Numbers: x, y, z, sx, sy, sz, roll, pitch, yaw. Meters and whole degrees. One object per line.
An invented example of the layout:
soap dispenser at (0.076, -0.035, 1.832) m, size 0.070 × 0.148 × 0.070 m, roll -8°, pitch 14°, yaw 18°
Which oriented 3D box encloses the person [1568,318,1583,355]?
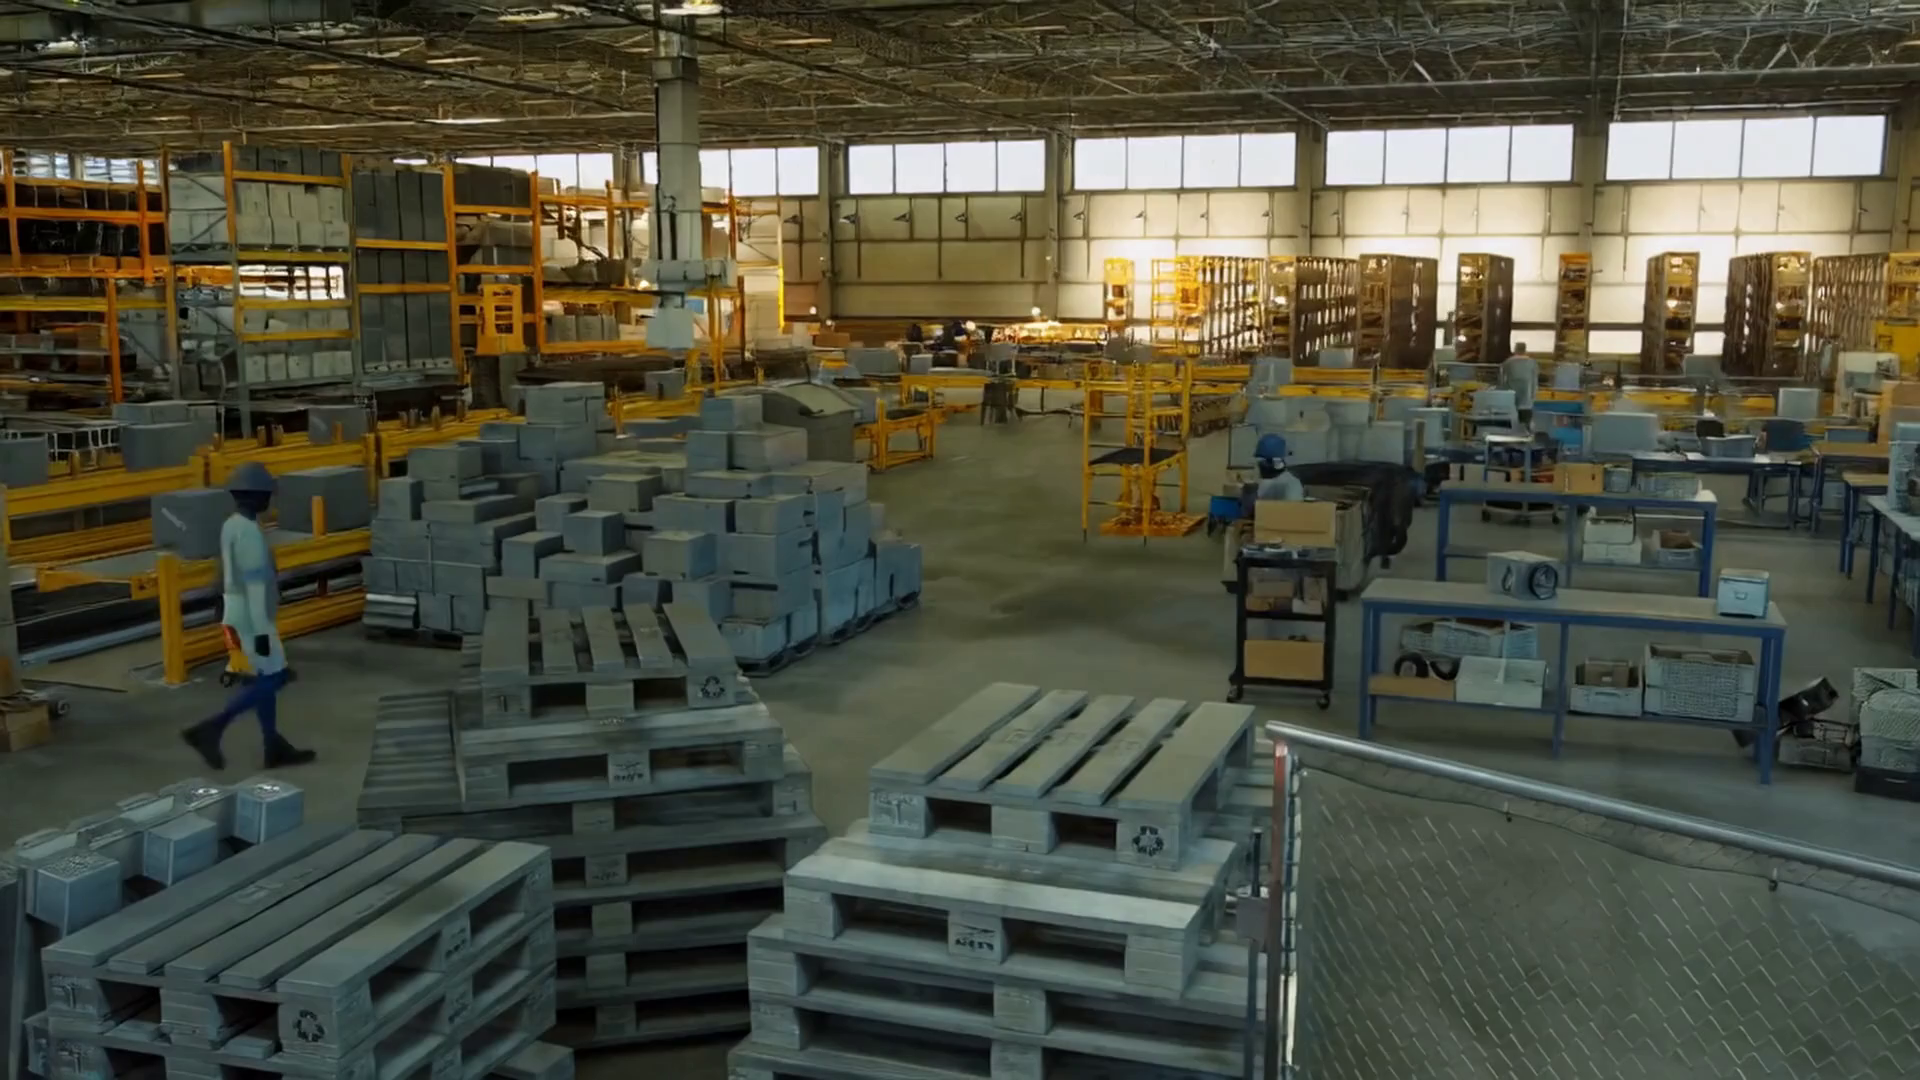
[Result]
person at (18.069, -5.627, 48.858) m, size 0.941 × 1.795 × 0.583 m, roll 7°, pitch 11°, yaw 37°

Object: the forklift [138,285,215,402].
forklift at (-17.480, -4.200, 36.461) m, size 1.873 × 2.768 × 1.129 m, roll 3°, pitch 10°, yaw 19°

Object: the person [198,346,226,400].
person at (-14.820, -3.023, 32.971) m, size 0.507 × 1.632 × 0.264 m, roll -1°, pitch 9°, yaw -7°

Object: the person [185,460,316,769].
person at (-4.340, 0.475, 10.093) m, size 0.644 × 1.923 × 0.567 m, roll -5°, pitch 10°, yaw -28°

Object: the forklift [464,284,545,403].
forklift at (-10.832, -4.702, 39.610) m, size 1.129 × 2.768 × 1.873 m, roll 3°, pitch 10°, yaw 20°

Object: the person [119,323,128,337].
person at (-20.033, -4.230, 39.738) m, size 0.678 × 1.887 × 0.540 m, roll 4°, pitch 10°, yaw 24°

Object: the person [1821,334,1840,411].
person at (19.463, -3.721, 37.046) m, size 0.788 × 1.720 × 0.538 m, roll 6°, pitch 11°, yaw 34°

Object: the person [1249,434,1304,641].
person at (2.384, 0.082, 12.914) m, size 0.622 × 1.810 × 0.591 m, roll -1°, pitch 9°, yaw -7°

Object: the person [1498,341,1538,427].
person at (9.611, -2.475, 28.725) m, size 0.642 × 1.897 × 0.400 m, roll 2°, pitch 9°, yaw 11°

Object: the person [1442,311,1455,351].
person at (14.986, -6.001, 50.655) m, size 0.980 × 1.945 × 0.628 m, roll 1°, pitch 9°, yaw 5°

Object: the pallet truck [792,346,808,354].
pallet truck at (-3.705, -4.298, 42.022) m, size 0.653 × 1.274 × 1.630 m, roll 3°, pitch 10°, yaw 20°

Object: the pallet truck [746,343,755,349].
pallet truck at (-6.183, -4.618, 44.264) m, size 1.601 × 1.201 × 0.680 m, roll -9°, pitch 12°, yaw -43°

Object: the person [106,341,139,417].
person at (-14.249, -2.425, 28.318) m, size 0.384 × 1.929 × 0.539 m, roll 6°, pitch 11°, yaw 35°
